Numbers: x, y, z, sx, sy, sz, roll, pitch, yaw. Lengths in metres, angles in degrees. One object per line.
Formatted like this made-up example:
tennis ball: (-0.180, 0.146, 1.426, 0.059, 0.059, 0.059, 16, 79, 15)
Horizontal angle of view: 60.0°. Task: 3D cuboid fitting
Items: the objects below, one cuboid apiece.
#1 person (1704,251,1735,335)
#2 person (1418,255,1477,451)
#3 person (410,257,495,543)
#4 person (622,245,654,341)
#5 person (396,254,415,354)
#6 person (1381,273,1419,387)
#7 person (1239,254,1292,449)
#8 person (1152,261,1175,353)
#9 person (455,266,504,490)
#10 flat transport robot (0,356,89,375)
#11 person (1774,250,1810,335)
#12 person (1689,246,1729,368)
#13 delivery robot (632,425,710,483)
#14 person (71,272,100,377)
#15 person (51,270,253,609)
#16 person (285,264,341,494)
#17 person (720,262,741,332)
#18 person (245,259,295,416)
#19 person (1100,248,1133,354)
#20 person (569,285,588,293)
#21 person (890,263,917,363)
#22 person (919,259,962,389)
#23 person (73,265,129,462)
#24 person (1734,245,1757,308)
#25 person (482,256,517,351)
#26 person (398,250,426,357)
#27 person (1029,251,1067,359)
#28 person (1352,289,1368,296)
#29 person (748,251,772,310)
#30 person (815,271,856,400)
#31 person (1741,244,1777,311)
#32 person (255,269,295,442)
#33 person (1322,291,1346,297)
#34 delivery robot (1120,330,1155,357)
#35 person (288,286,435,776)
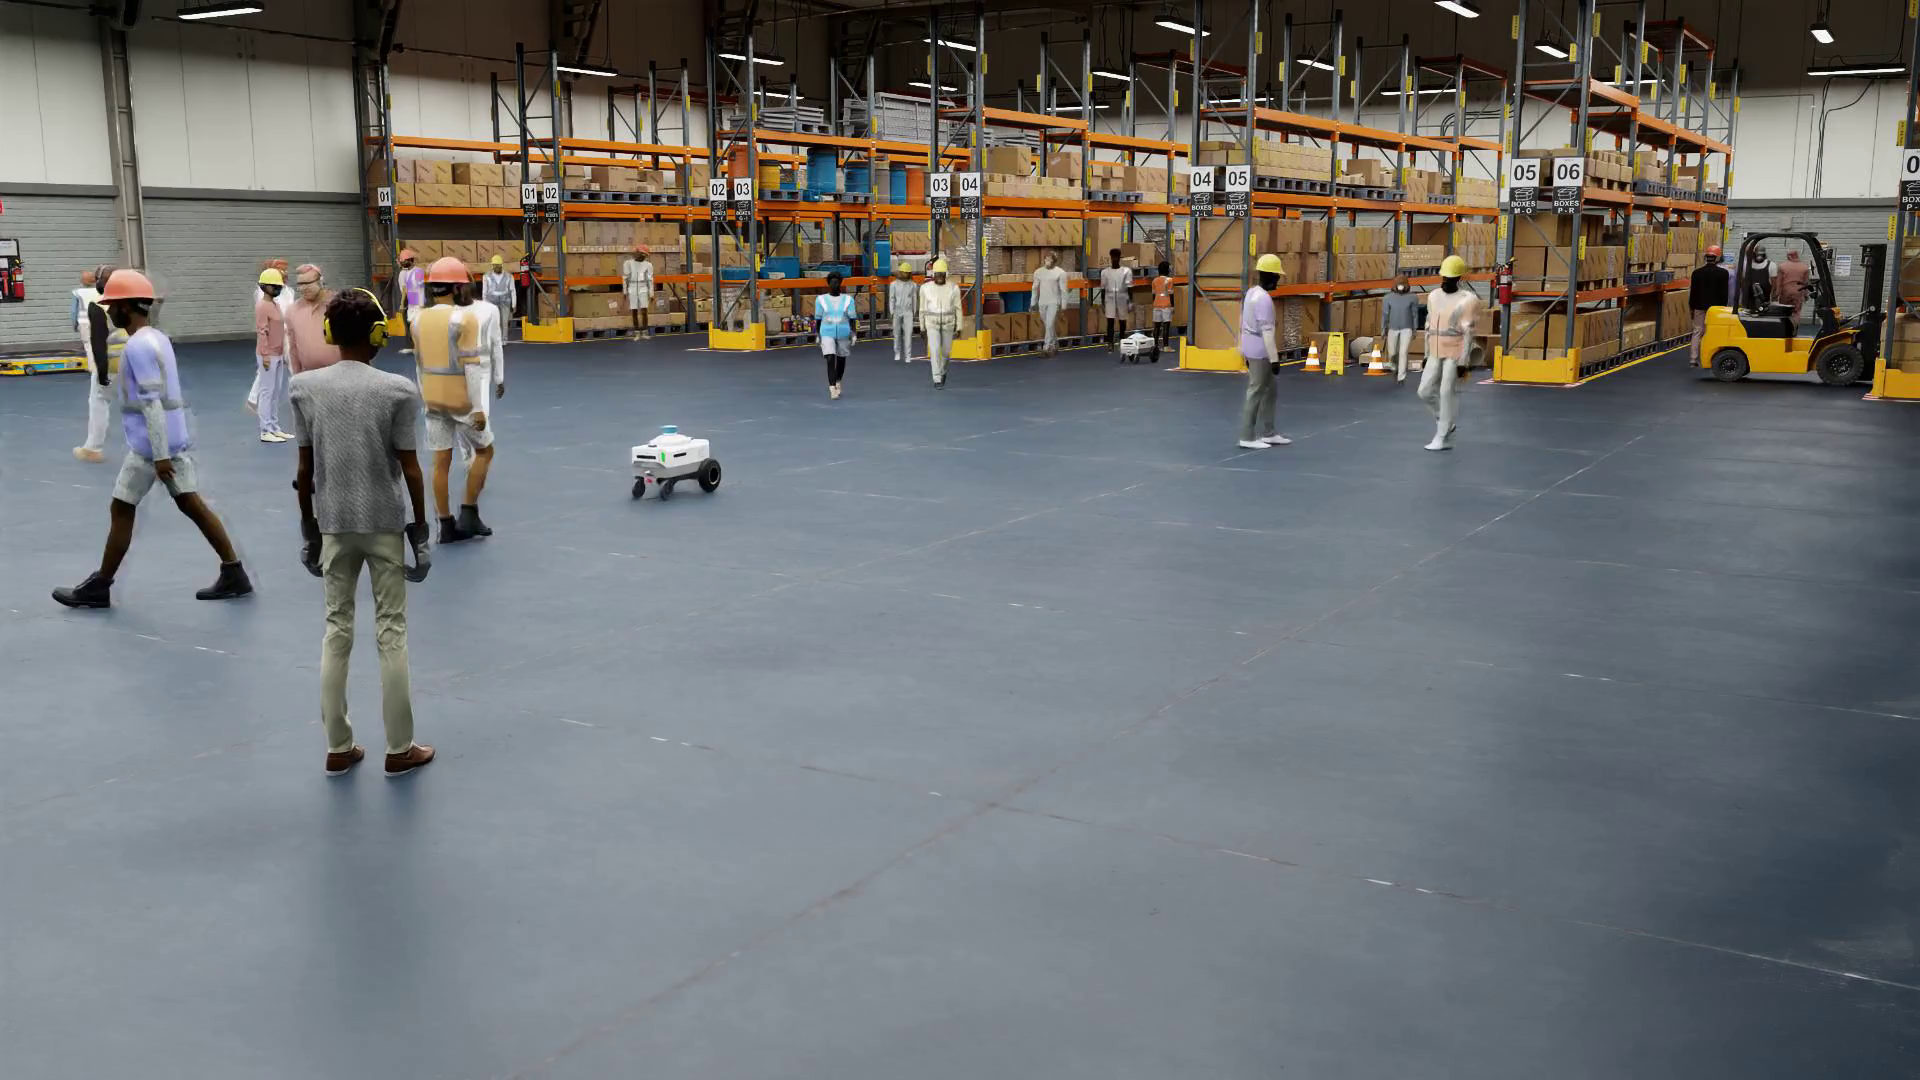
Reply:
person: (13.597, -4.276, 30.012, 0.634, 1.910, 0.952, 7, 12, 34)
person: (4.715, -1.804, 16.167, 0.423, 1.901, 0.630, -6, 12, -30)
person: (-3.409, -0.944, 11.293, 0.569, 1.924, 0.496, 4, 11, 23)
person: (-6.664, -5.104, 34.464, 0.645, 1.998, 0.357, -2, 10, -10)
person: (-10.188, -4.349, 30.616, 0.346, 1.840, 0.505, 0, 10, 2)
person: (6.267, -2.999, 23.687, 0.506, 1.613, 0.563, 3, 11, 18)
person: (3.068, -1.839, 16.334, 0.653, 1.908, 0.621, 0, 10, 1)
person: (3.765, -4.303, 30.748, 0.318, 1.700, 0.534, -8, 13, -38)
person: (-4.100, -1.341, 13.785, 0.603, 1.828, 0.999, -2, 10, -13)
flat transport robot: (-14.297, -2.724, 25.903, 0.652, 0.197, 1.431, 8, 13, 37)
person: (18.058, -5.356, 36.137, 0.698, 1.874, 0.712, 3, 10, 14)
person: (12.153, -3.773, 26.999, 0.411, 1.986, 0.603, -9, 13, -41)
delivery robot: (-2.325, -0.678, 13.389, 0.477, 0.478, 0.707, 5, 11, 24)
person: (-13.197, -3.276, 25.282, 0.533, 1.588, 0.853, -5, 11, -27)
person: (-4.523, -0.557, 9.278, 1.030, 1.881, 0.549, -2, 10, -12)
person: (-5.173, -1.303, 13.529, 0.655, 1.840, 1.006, -1, 10, -4)
person: (-4.865, -4.959, 34.627, 0.551, 1.613, 0.629, 6, 12, 29)
person: (-8.010, -2.355, 19.450, 0.946, 1.851, 0.597, 3, 11, 17)
person: (2.892, -4.416, 30.703, 0.608, 1.946, 0.761, 1, 10, 8)
person: (-8.955, -5.953, 39.241, 0.622, 1.972, 0.823, 8, 13, 38)
person: (-0.975, -3.897, 28.468, 0.489, 1.699, 0.887, -1, 10, -7)
person: (-0.278, -3.030, 23.313, 0.599, 1.811, 0.746, -1, 10, -6)
person: (-7.868, -1.612, 15.358, 0.840, 1.813, 0.644, 4, 11, 20)
person: (17.384, -5.507, 36.679, 0.627, 2.006, 1.007, 6, 12, 31)
person: (-8.611, -4.413, 31.120, 0.617, 1.781, 0.914, -3, 11, -16)
person: (-9.726, -4.249, 29.853, 0.586, 1.910, 0.592, 9, 13, 40)
person: (1.607, -4.191, 29.610, 0.635, 1.896, 1.022, 6, 12, 31)
person: (8.972, -5.604, 37.681, 0.582, 1.829, 0.712, 7, 13, 36)
person: (-4.432, -5.487, 36.955, 0.550, 1.851, 0.439, 5, 11, 24)
person: (-1.635, -2.690, 21.812, 0.537, 1.668, 0.817, -2, 10, -11)
person: (16.855, -5.254, 35.120, 0.689, 2.000, 0.812, 5, 11, 28)
person: (-7.023, -1.886, 17.026, 0.327, 1.765, 0.529, -1, 10, -4)
person: (7.991, -5.183, 35.355, 0.622, 1.814, 0.729, 5, 11, 26)
delivery robot: (3.005, -3.313, 28.143, 0.477, 0.478, 0.707, 7, 12, 33)
person: (-2.264, -0.021, 6.322, 0.507, 1.863, 0.312, 0, 10, 1)
